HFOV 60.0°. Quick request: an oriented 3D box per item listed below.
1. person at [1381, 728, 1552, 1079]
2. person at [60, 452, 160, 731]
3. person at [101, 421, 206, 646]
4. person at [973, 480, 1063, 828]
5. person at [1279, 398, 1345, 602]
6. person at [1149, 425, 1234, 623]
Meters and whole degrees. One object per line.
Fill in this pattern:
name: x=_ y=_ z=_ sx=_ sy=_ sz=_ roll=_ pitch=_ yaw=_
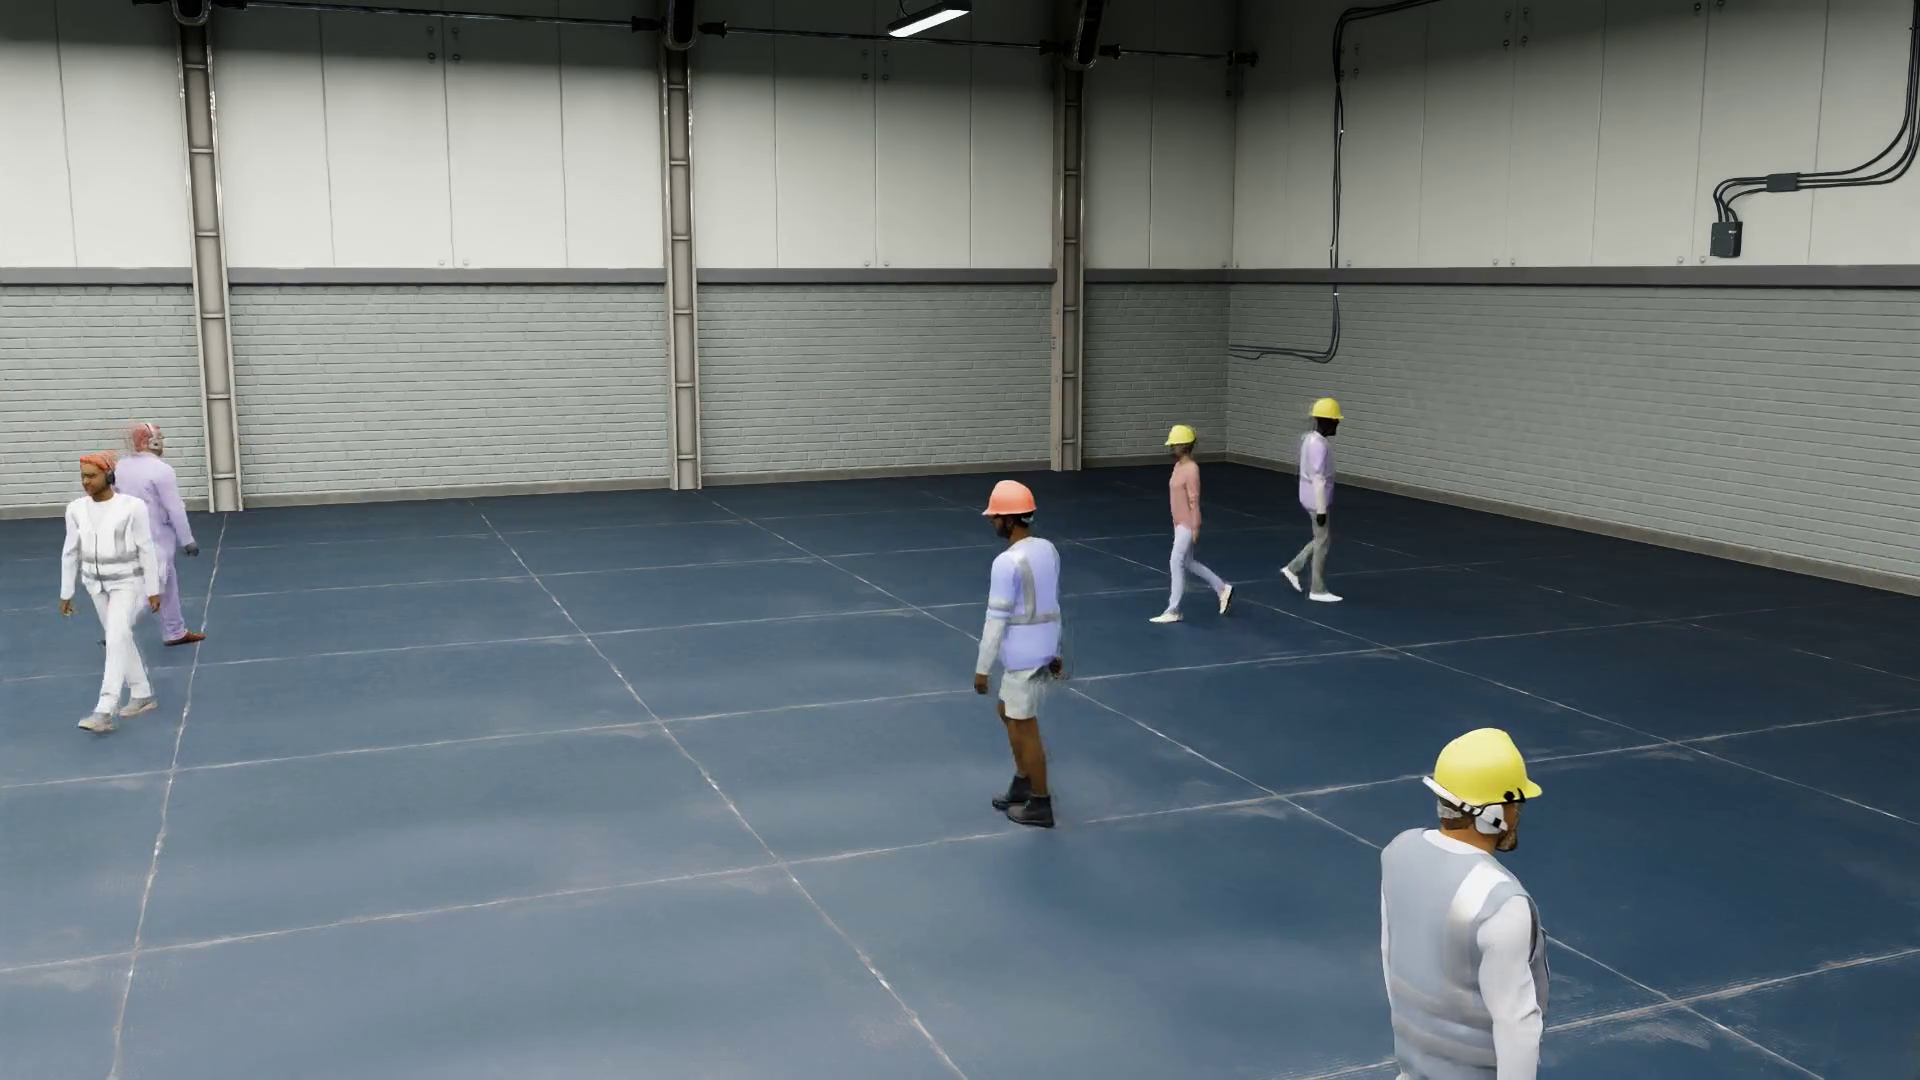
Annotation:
person: x=1.381 y=1.407 z=4.535 sx=0.404 sy=1.833 sz=0.590 roll=-3 pitch=10 yaw=-19
person: x=-5.764 y=0.349 z=11.142 sx=0.600 sy=1.838 sz=0.932 roll=1 pitch=9 yaw=9
person: x=-6.514 y=-0.007 z=13.308 sx=0.639 sy=1.873 sz=0.899 roll=6 pitch=11 yaw=35
person: x=0.290 y=0.627 z=9.156 sx=0.616 sy=1.915 sz=0.578 roll=5 pitch=11 yaw=30
person: x=3.310 y=-0.372 z=15.458 sx=0.479 sy=1.909 sz=0.614 roll=1 pitch=9 yaw=5
person: x=2.049 y=-0.141 z=14.531 sx=0.727 sy=1.748 sz=0.534 roll=-1 pitch=9 yaw=-6
